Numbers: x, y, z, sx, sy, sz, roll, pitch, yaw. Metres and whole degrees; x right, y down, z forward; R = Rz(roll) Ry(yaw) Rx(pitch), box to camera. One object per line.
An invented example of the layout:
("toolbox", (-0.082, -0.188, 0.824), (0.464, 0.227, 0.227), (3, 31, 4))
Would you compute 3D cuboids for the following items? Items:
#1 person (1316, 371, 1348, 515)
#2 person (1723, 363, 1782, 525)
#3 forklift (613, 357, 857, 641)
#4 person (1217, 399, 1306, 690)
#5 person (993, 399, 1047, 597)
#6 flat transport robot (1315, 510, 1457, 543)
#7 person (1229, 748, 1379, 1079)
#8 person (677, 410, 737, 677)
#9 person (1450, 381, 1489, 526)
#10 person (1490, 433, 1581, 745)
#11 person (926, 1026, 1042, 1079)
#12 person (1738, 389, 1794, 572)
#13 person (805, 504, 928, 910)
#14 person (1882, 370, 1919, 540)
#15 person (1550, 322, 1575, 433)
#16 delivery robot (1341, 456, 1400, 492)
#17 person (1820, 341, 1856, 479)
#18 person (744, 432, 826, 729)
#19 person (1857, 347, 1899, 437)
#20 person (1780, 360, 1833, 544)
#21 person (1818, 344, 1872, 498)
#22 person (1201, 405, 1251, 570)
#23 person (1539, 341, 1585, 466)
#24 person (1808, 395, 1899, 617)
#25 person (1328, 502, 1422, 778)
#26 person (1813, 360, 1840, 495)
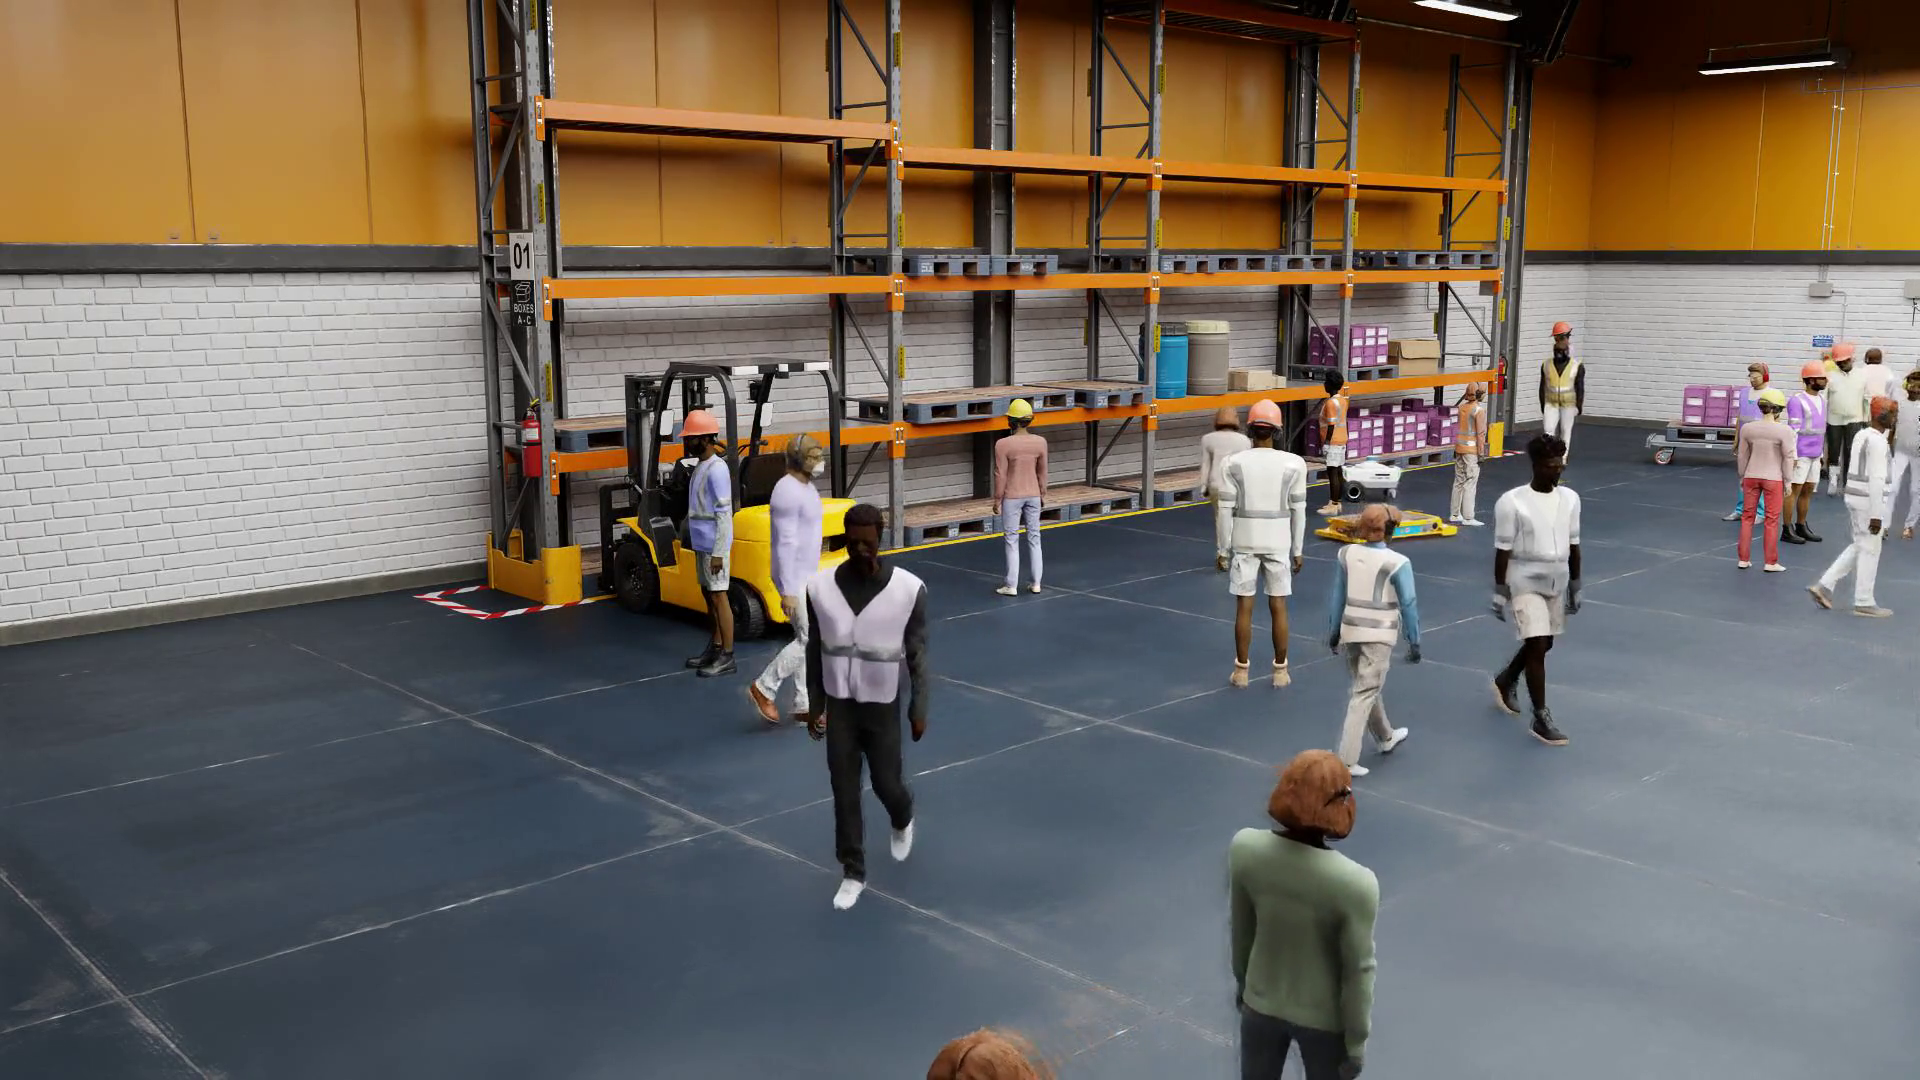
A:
("person", (4.381, -1.139, 19.552), (0.320, 1.698, 0.531), (5, 11, 27))
("person", (9.028, -1.091, 18.857), (0.389, 1.838, 0.563), (-4, 10, -22))
("forklift", (-1.847, -0.414, 13.852), (1.214, 2.155, 2.313), (-9, 13, -42))
("person", (2.102, 0.036, 11.659), (0.609, 2.043, 0.397), (1, 10, 8))
("person", (0.535, -0.376, 14.877), (0.533, 1.771, 0.301), (-5, 11, -25))
("flat transport robot", (4.599, -0.152, 17.944), (1.431, 0.197, 0.652), (-5, 11, -28))
("person", (0.971, 1.403, 4.897), (0.502, 1.612, 0.682), (8, 12, 38))
("person", (-1.836, 0.026, 12.032), (0.375, 1.935, 0.551), (-4, 10, -22))
("person", (5.769, -0.977, 18.807), (0.318, 1.630, 0.512), (-2, 10, -12))
("person", (3.673, 0.265, 10.647), (0.615, 1.935, 0.922), (-3, 10, -19))
("person", (0.005, 1.704, 3.162), (0.665, 1.610, 0.496), (-6, 11, -30))
("person", (7.768, -0.569, 16.041), (0.328, 1.760, 0.524), (-8, 12, -39))
("person", (-0.429, 0.747, 7.911), (0.589, 1.907, 0.636), (2, 10, 13))
("person", (10.070, -0.873, 17.681), (0.483, 1.814, 0.913), (8, 13, 39))
("person", (9.208, -2.325, 25.516), (0.391, 2.034, 0.605), (5, 11, 28))
("delivery robot", (5.090, -0.803, 20.650), (0.707, 0.478, 0.477), (0, 10, 2))
("person", (11.771, -1.742, 22.480), (0.433, 1.902, 0.573), (-3, 10, -15))
("person", (-1.051, 0.273, 10.617), (0.494, 1.925, 0.657), (2, 10, 9))
("person", (12.253, -1.680, 22.387), (0.643, 1.811, 0.660), (3, 10, 17))
("person", (8.978, -0.928, 17.604), (0.551, 1.940, 0.349), (-6, 11, -29))
("person", (11.048, -1.484, 20.839), (0.644, 1.942, 0.699), (4, 10, 22))
("person", (2.564, -0.510, 16.178), (0.516, 1.607, 0.745), (5, 11, 25))
("person", (8.631, -1.937, 23.911), (0.638, 1.798, 0.890), (5, 11, 26))
("person", (7.597, -0.291, 14.086), (0.595, 1.871, 0.630), (2, 10, 12))
("person", (2.479, 0.577, 9.800), (0.849, 1.594, 0.546), (-7, 12, -36))
("person", (11.042, -1.436, 21.199), (0.487, 1.718, 0.745), (4, 10, 20))
